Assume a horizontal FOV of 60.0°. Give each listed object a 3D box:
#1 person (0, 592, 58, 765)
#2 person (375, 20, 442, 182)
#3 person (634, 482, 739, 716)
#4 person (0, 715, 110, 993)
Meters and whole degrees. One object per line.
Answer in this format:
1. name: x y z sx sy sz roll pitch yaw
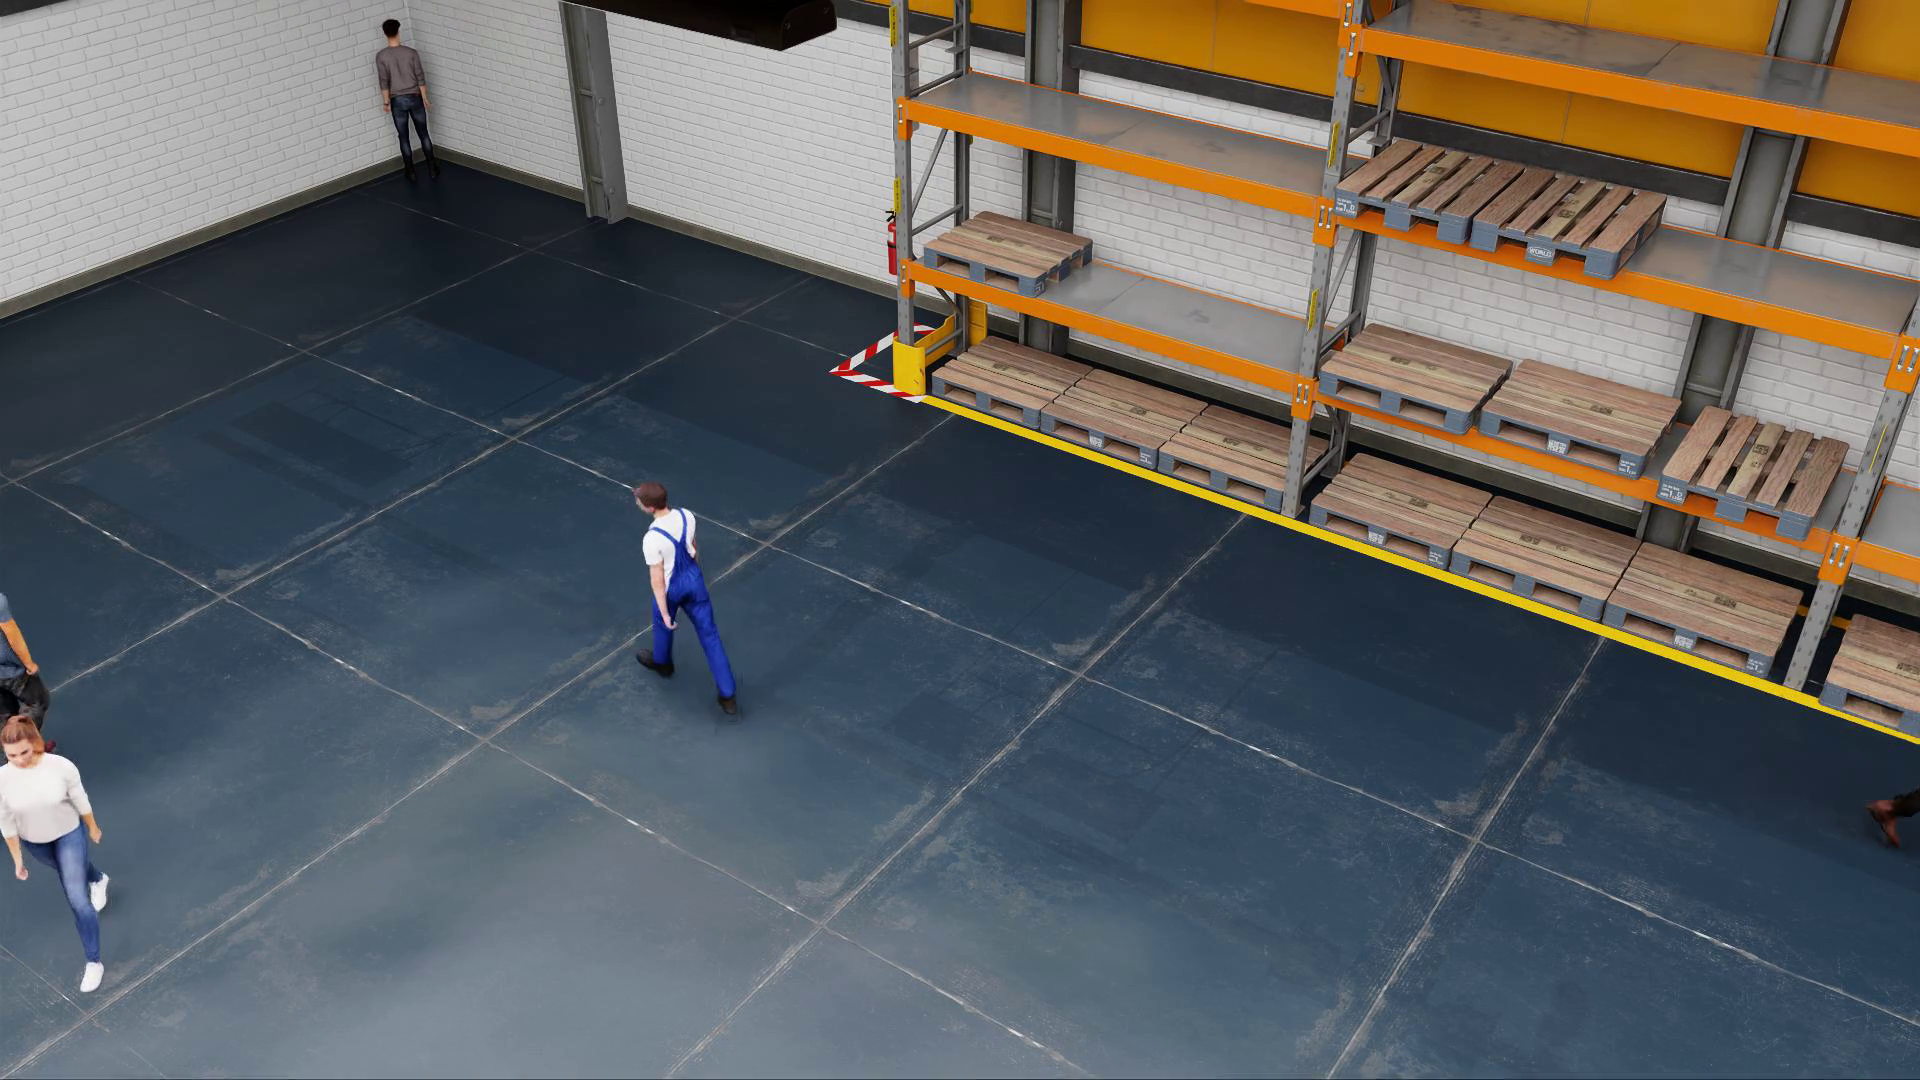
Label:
1. person: -6.260 0.853 10.738 0.901 1.803 0.935 3 34 4
2. person: -6.591 -5.225 19.796 0.781 1.897 0.797 -11 35 -16
3. person: -1.863 0.416 11.401 0.896 1.796 1.329 -27 42 -34
4. person: -5.216 1.681 9.608 1.122 1.676 1.198 -7 34 -11
